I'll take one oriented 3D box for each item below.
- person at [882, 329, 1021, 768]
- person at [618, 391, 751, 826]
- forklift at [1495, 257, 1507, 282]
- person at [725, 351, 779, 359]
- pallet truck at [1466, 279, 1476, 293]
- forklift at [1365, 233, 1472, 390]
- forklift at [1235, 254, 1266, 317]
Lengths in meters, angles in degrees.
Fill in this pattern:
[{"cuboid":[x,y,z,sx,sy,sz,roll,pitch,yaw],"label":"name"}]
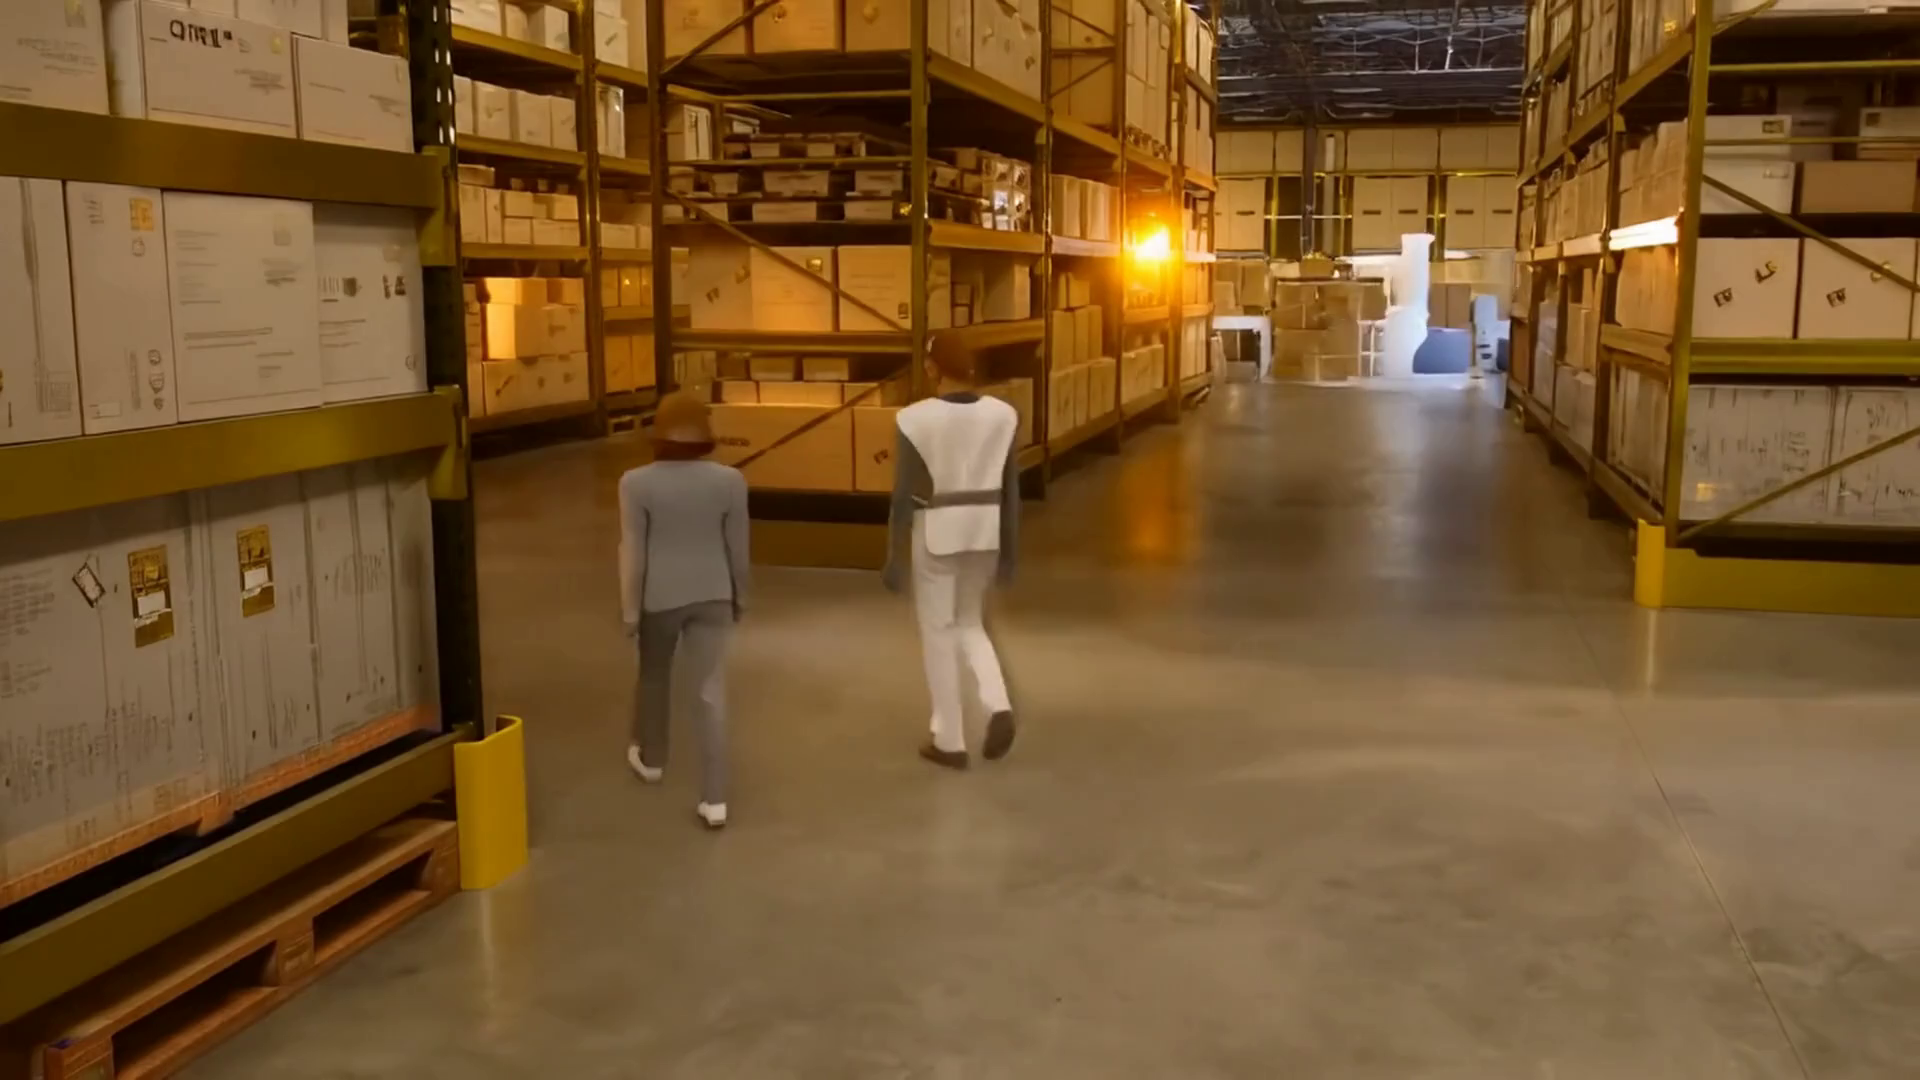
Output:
[{"cuboid":[-0.015,0.049,6.814,0.560,1.820,0.458,-5,10,-31],"label":"person"},{"cuboid":[-1.056,0.234,6.340,0.514,1.596,0.807,-3,10,-20],"label":"person"},{"cuboid":[14.713,-6.386,44.345,1.873,2.768,1.129,-6,11,-34],"label":"forklift"},{"cuboid":[-2.140,-1.621,17.427,0.635,1.828,0.702,1,9,7],"label":"person"},{"cuboid":[18.896,-8.459,60.307,1.885,1.965,0.823,5,10,31],"label":"pallet truck"},{"cuboid":[8.195,-4.123,29.967,1.873,2.768,1.129,0,9,1],"label":"forklift"},{"cuboid":[9.764,-8.224,56.022,1.129,2.768,1.873,5,10,27],"label":"forklift"}]
